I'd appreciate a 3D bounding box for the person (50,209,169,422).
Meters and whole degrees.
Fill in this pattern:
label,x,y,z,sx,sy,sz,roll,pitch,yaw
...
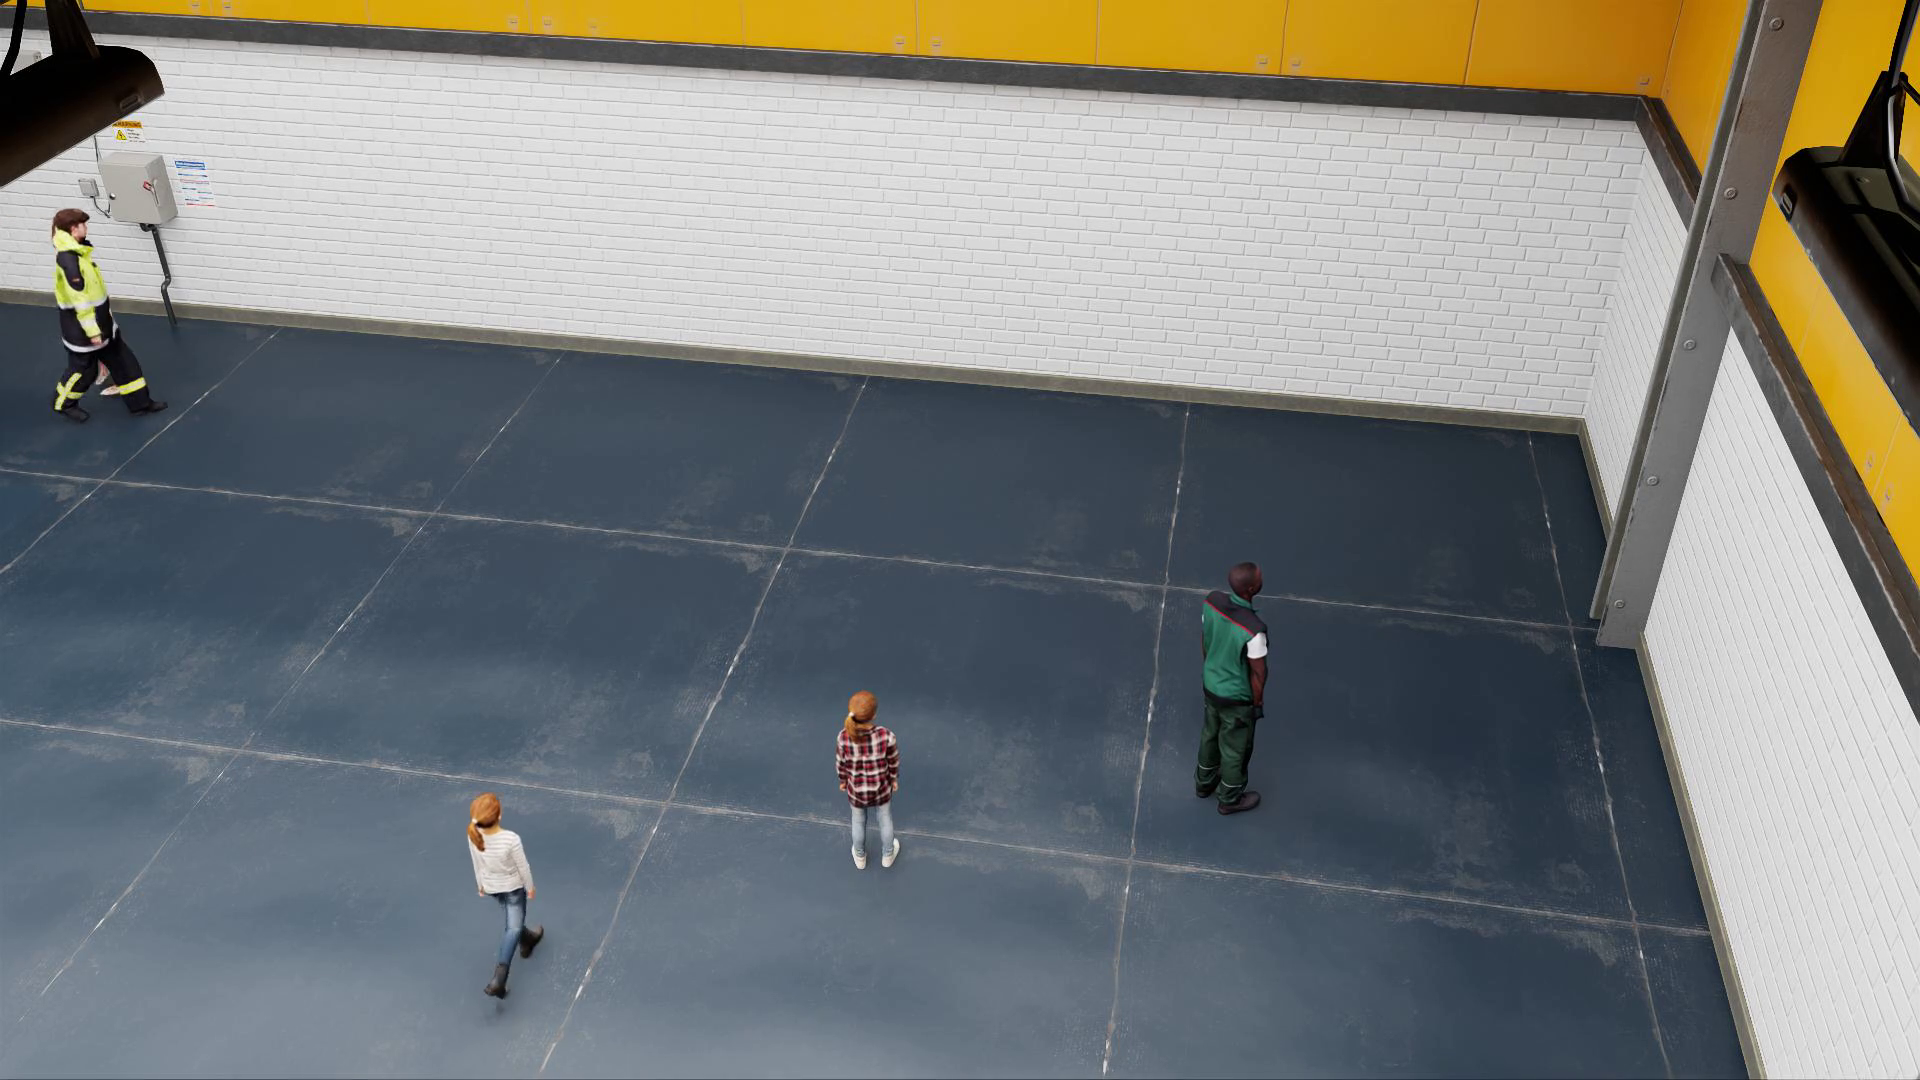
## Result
label,x,y,z,sx,sy,sz,roll,pitch,yaw
person,-7.658,-1.883,14.412,1.159,1.928,1.269,-6,34,-10

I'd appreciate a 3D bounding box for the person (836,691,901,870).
label,x,y,z,sx,sy,sz,roll,pitch,yaw
person,-0.546,1.447,9.963,0.554,1.306,0.537,0,34,0

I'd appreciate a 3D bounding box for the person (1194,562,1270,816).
label,x,y,z,sx,sy,sz,roll,pitch,yaw
person,1.682,0.909,10.290,0.839,1.840,0.777,-21,39,-28

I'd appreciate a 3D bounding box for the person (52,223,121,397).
label,x,y,z,sx,sy,sz,roll,pitch,yaw
person,-7.829,-2.121,14.978,0.679,1.697,0.674,24,40,31

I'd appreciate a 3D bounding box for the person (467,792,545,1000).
label,x,y,z,sx,sy,sz,roll,pitch,yaw
person,-2.547,1.964,9.193,0.495,1.298,0.882,7,34,11
